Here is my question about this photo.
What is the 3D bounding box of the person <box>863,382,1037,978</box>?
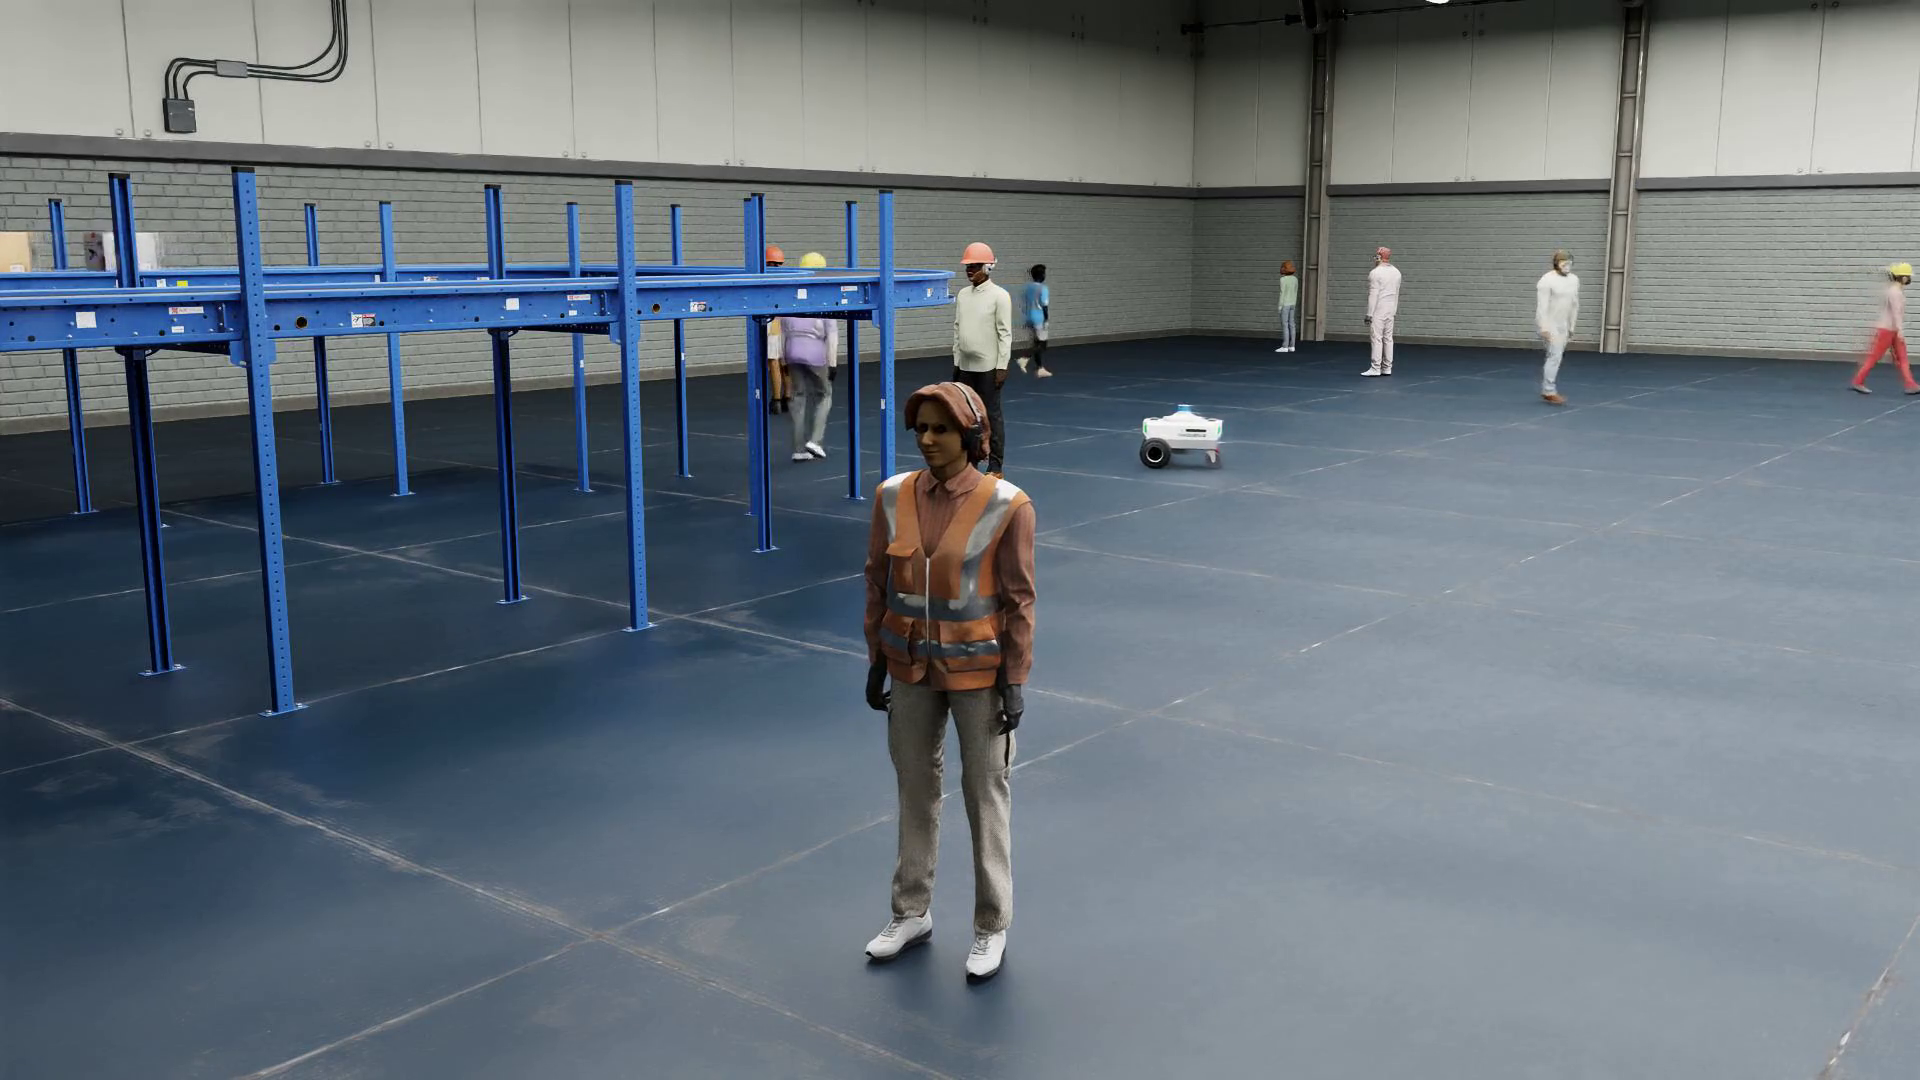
[{"bbox_3d":[-0.032,0.379,4.607,0.514,1.641,0.308,5,11,26],"label":"person"}]

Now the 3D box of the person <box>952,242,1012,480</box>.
[{"bbox_3d":[0.161,-1.449,13.753,0.382,1.995,0.612,-10,14,-44],"label":"person"}]

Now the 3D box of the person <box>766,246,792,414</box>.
[{"bbox_3d":[-2.170,-2.457,19.487,0.348,1.942,0.546,5,11,25],"label":"person"}]

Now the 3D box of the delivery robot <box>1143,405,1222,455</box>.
[{"bbox_3d":[2.010,-0.978,14.992,0.707,0.478,0.477,2,10,9],"label":"delivery robot"}]

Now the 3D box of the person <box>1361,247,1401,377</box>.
[{"bbox_3d":[6.249,-3.390,24.752,0.651,1.907,0.409,-8,13,-39],"label":"person"}]

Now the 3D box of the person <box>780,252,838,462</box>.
[{"bbox_3d":[-1.376,-1.670,15.234,0.626,1.904,0.459,4,11,21],"label":"person"}]

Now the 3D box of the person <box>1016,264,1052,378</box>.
[{"bbox_3d":[1.092,-3.221,24.452,0.603,1.679,0.535,-6,12,-29],"label":"person"}]

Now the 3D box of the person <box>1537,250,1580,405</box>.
[{"bbox_3d":[7.339,-2.596,20.418,0.635,1.896,0.679,-6,12,-31],"label":"person"}]

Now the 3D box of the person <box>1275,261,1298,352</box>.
[{"bbox_3d":[5.913,-4.220,30.106,0.509,1.632,0.266,-10,14,-44],"label":"person"}]

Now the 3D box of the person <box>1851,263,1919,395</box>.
[{"bbox_3d":[12.232,-2.758,21.779,0.932,1.713,0.537,7,12,33],"label":"person"}]
